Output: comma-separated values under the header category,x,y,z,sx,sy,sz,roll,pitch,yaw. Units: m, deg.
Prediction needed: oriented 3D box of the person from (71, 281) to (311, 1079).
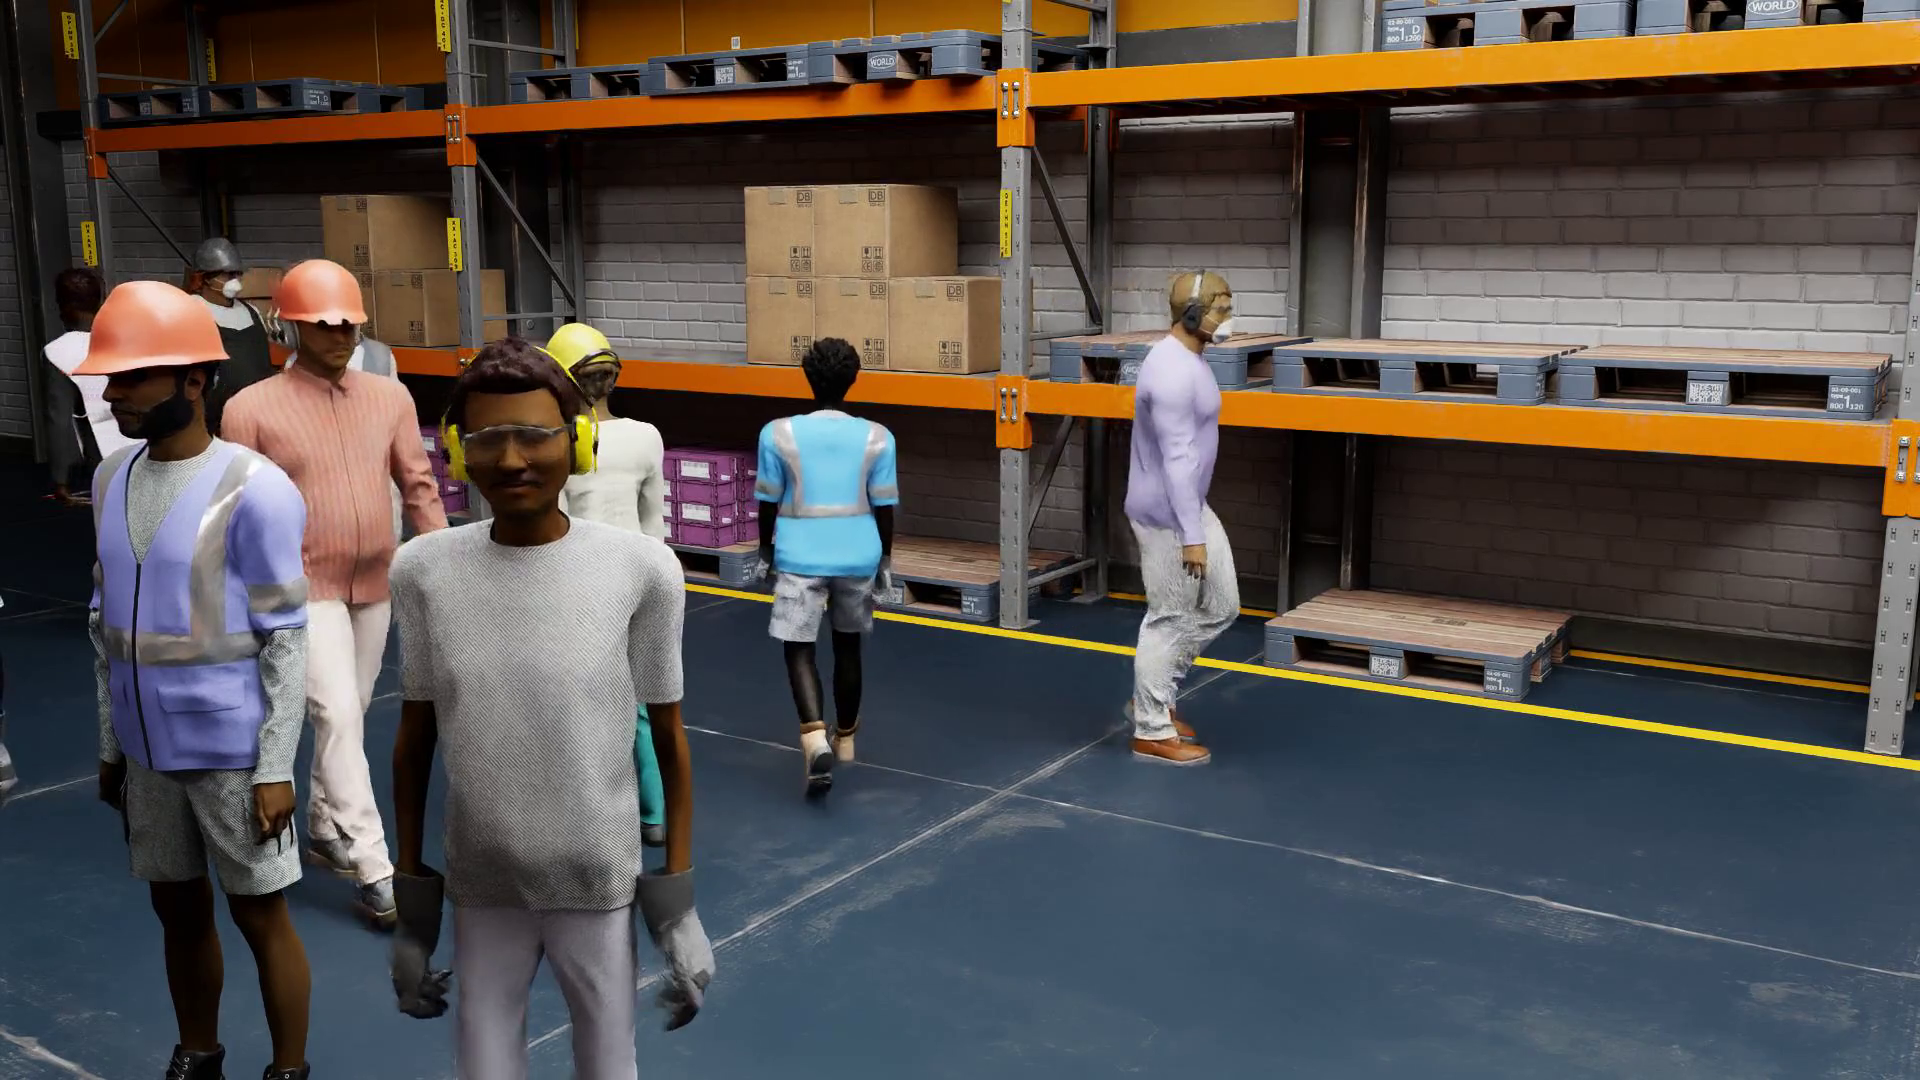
category,x,y,z,sx,sy,sz,roll,pitch,yaw
person,-1.639,0.426,3.556,0.545,1.938,0.359,4,11,20

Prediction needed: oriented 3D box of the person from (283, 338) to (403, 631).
category,x,y,z,sx,sy,sz,roll,pitch,yaw
person,-3.131,-0.411,8.604,0.631,1.795,0.421,-9,13,-39

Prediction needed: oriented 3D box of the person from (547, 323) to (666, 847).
category,x,y,z,sx,sy,sz,roll,pitch,yaw
person,-1.180,0.184,5.397,0.323,1.761,0.523,8,13,39

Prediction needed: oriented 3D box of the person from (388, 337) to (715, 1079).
category,x,y,z,sx,sy,sz,roll,pitch,yaw
person,-0.681,0.605,2.771,0.578,1.870,0.337,0,10,0

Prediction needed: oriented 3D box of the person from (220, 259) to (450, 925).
category,x,y,z,sx,sy,sz,roll,pitch,yaw
person,-1.806,0.148,5.030,0.948,1.950,0.631,8,13,37

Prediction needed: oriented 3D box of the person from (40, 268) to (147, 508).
category,x,y,z,sx,sy,sz,roll,pitch,yaw
person,-4.210,-0.387,8.212,0.759,1.878,0.610,4,11,23

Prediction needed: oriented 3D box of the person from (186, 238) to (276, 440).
category,x,y,z,sx,sy,sz,roll,pitch,yaw
person,-4.153,-0.698,9.498,0.539,2.000,0.689,5,11,24

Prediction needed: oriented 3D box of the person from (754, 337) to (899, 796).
category,x,y,z,sx,sy,sz,roll,pitch,yaw
person,-0.476,0.090,6.147,0.535,1.670,0.711,-3,11,-15

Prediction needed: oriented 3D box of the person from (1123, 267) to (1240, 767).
category,x,y,z,sx,sy,sz,roll,pitch,yaw
person,0.855,-0.069,6.344,0.442,1.920,0.644,3,11,17
